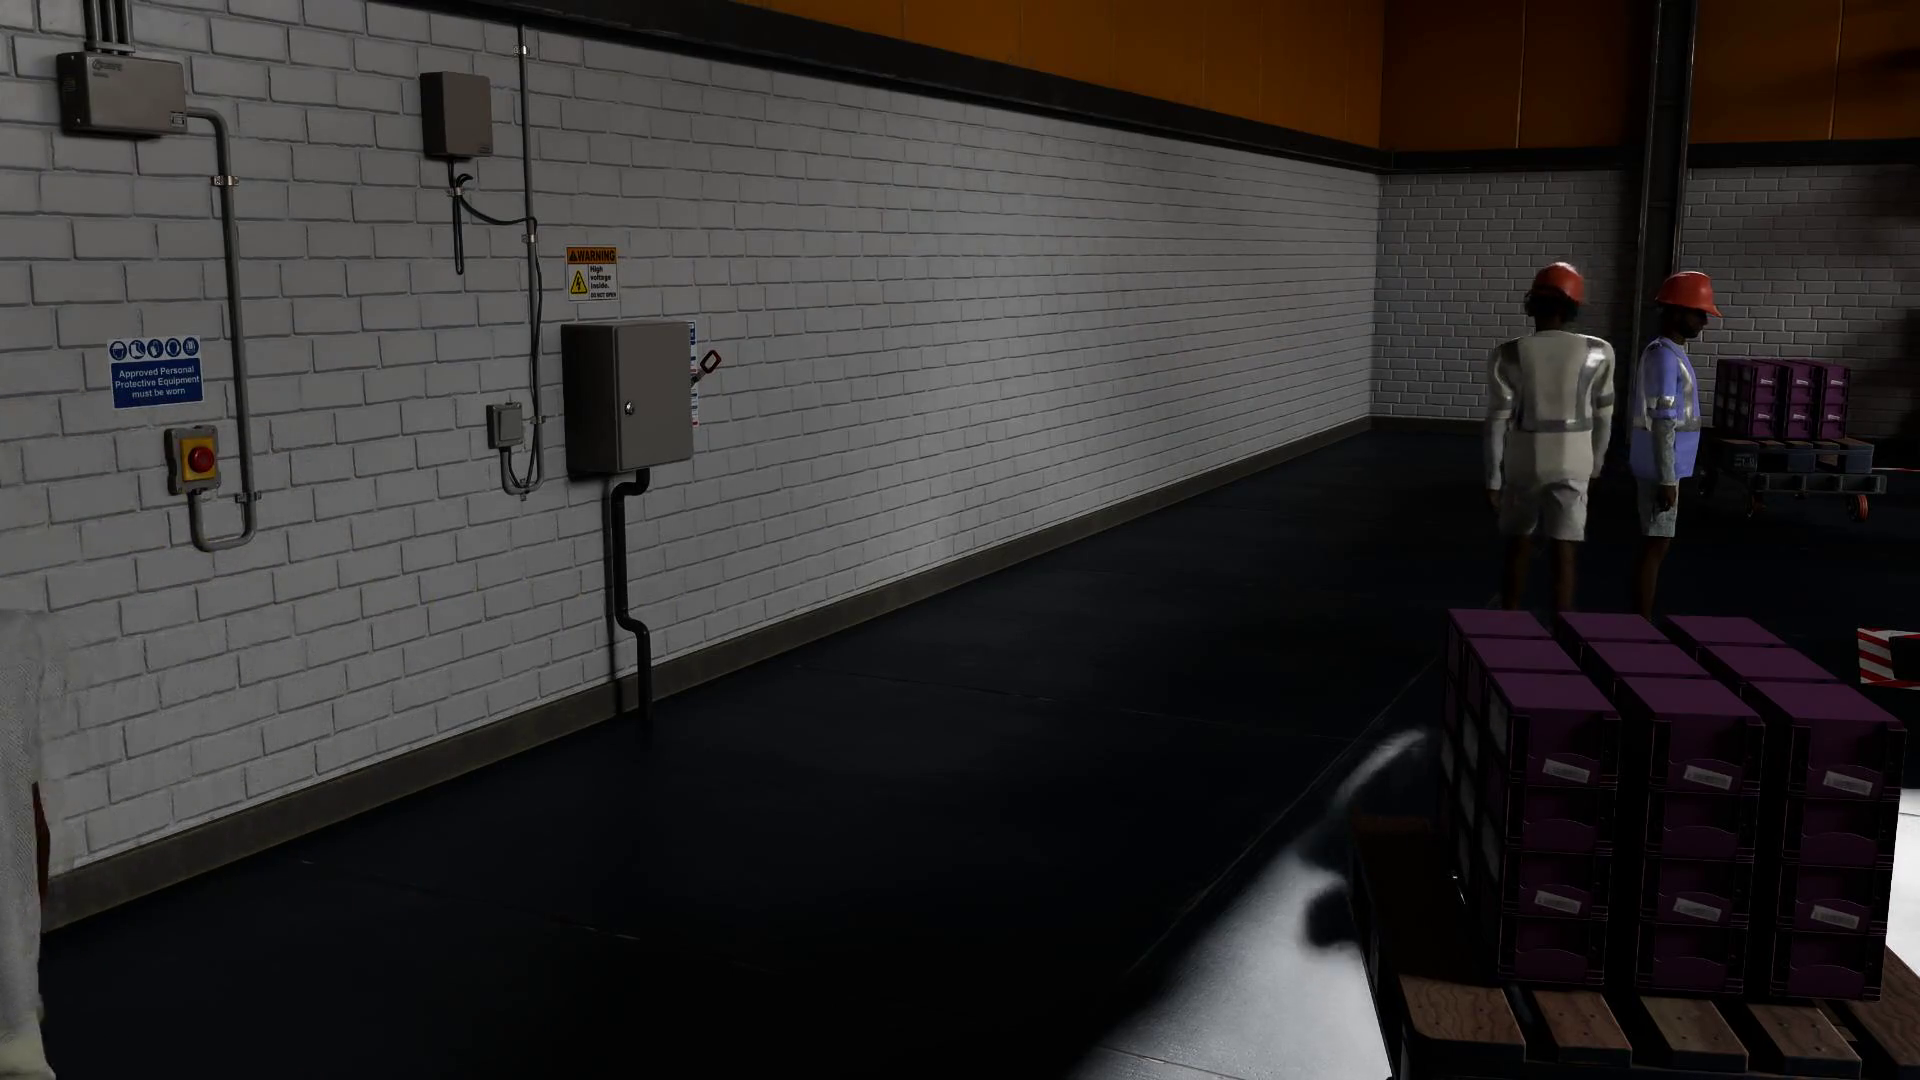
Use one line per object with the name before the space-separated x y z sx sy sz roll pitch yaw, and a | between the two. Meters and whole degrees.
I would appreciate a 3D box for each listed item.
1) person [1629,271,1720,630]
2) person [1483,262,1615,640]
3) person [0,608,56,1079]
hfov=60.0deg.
person | 3.507 -0.354 8.235 0.363 1.933 0.543 4 11 21
person | 2.863 -0.353 8.131 0.607 1.999 1.079 3 10 17
person | -1.446 0.713 2.379 0.958 1.830 0.520 5 11 26
